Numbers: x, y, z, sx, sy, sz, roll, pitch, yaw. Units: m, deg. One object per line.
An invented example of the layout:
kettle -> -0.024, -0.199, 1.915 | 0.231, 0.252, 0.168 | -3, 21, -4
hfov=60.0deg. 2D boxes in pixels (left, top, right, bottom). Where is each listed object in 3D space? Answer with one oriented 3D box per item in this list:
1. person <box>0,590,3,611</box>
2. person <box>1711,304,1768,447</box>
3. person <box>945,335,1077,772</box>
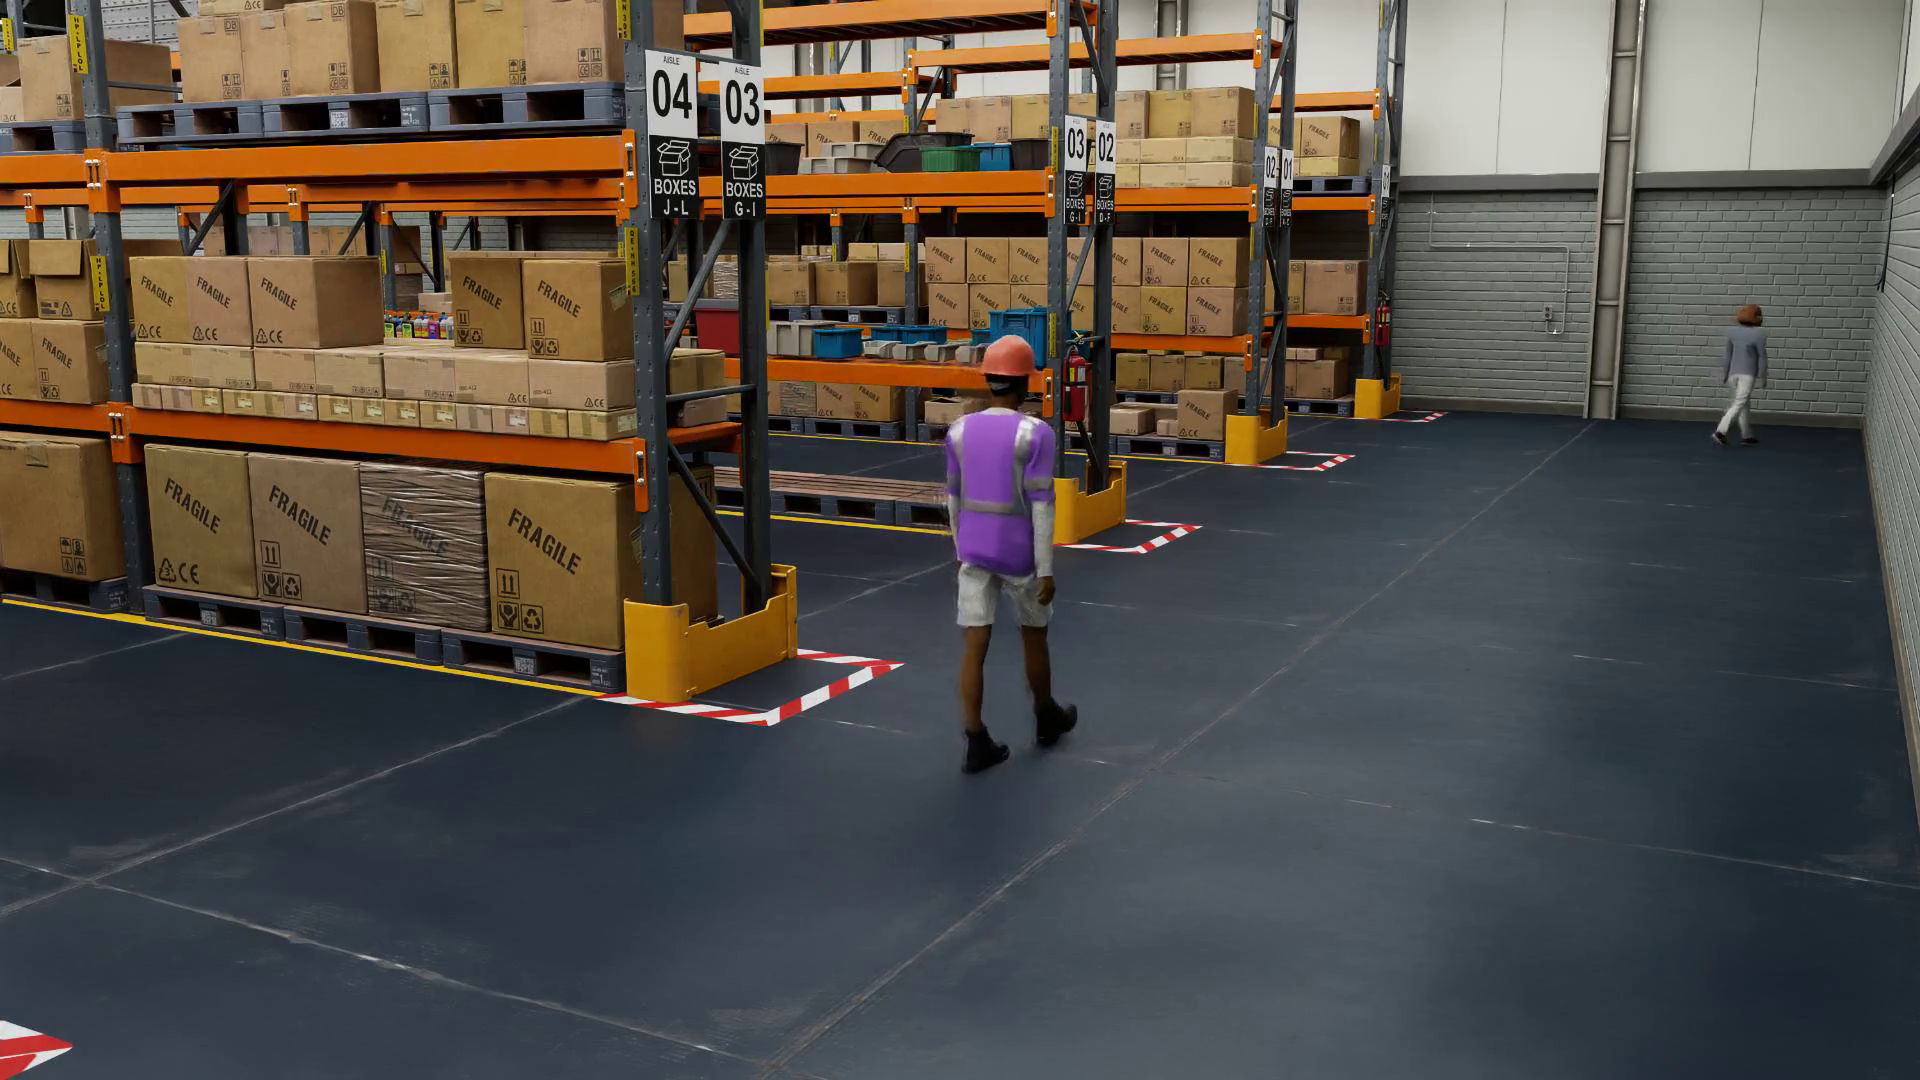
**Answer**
person -> -4.489, 0.233, 7.275 | 0.845, 1.593, 0.538 | 10, 14, 42
person -> 8.718, -1.836, 18.563 | 0.815, 1.602, 0.512 | -4, 11, -23
person -> 0.250, 0.038, 7.495 | 0.570, 1.905, 0.875 | 6, 12, 28
